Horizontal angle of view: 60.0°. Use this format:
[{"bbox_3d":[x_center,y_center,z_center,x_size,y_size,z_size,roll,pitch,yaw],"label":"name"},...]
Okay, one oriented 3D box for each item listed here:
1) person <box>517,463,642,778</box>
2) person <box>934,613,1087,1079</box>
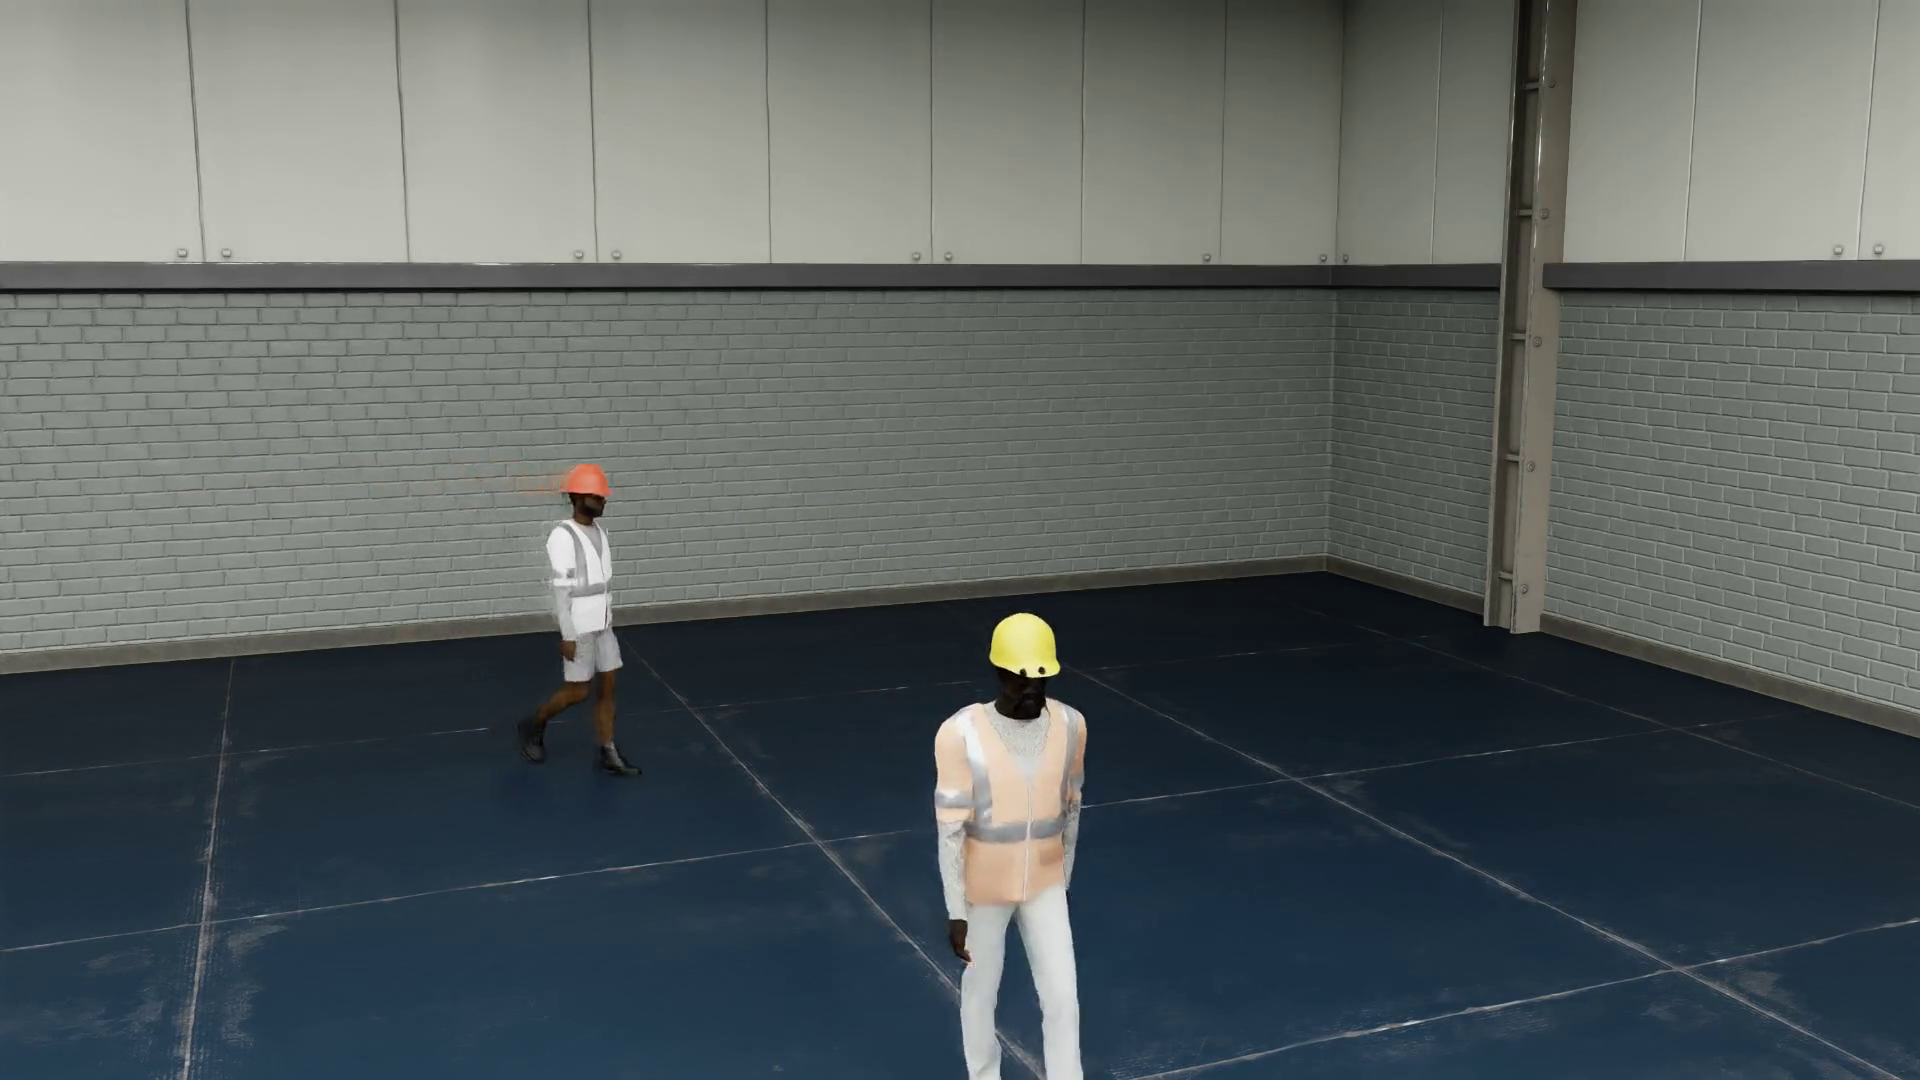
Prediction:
[{"bbox_3d":[-2.306,0.486,10.045,0.720,1.923,0.556,4,10,21],"label":"person"},{"bbox_3d":[0.219,1.199,5.655,0.598,1.894,0.863,-3,10,-20],"label":"person"}]
